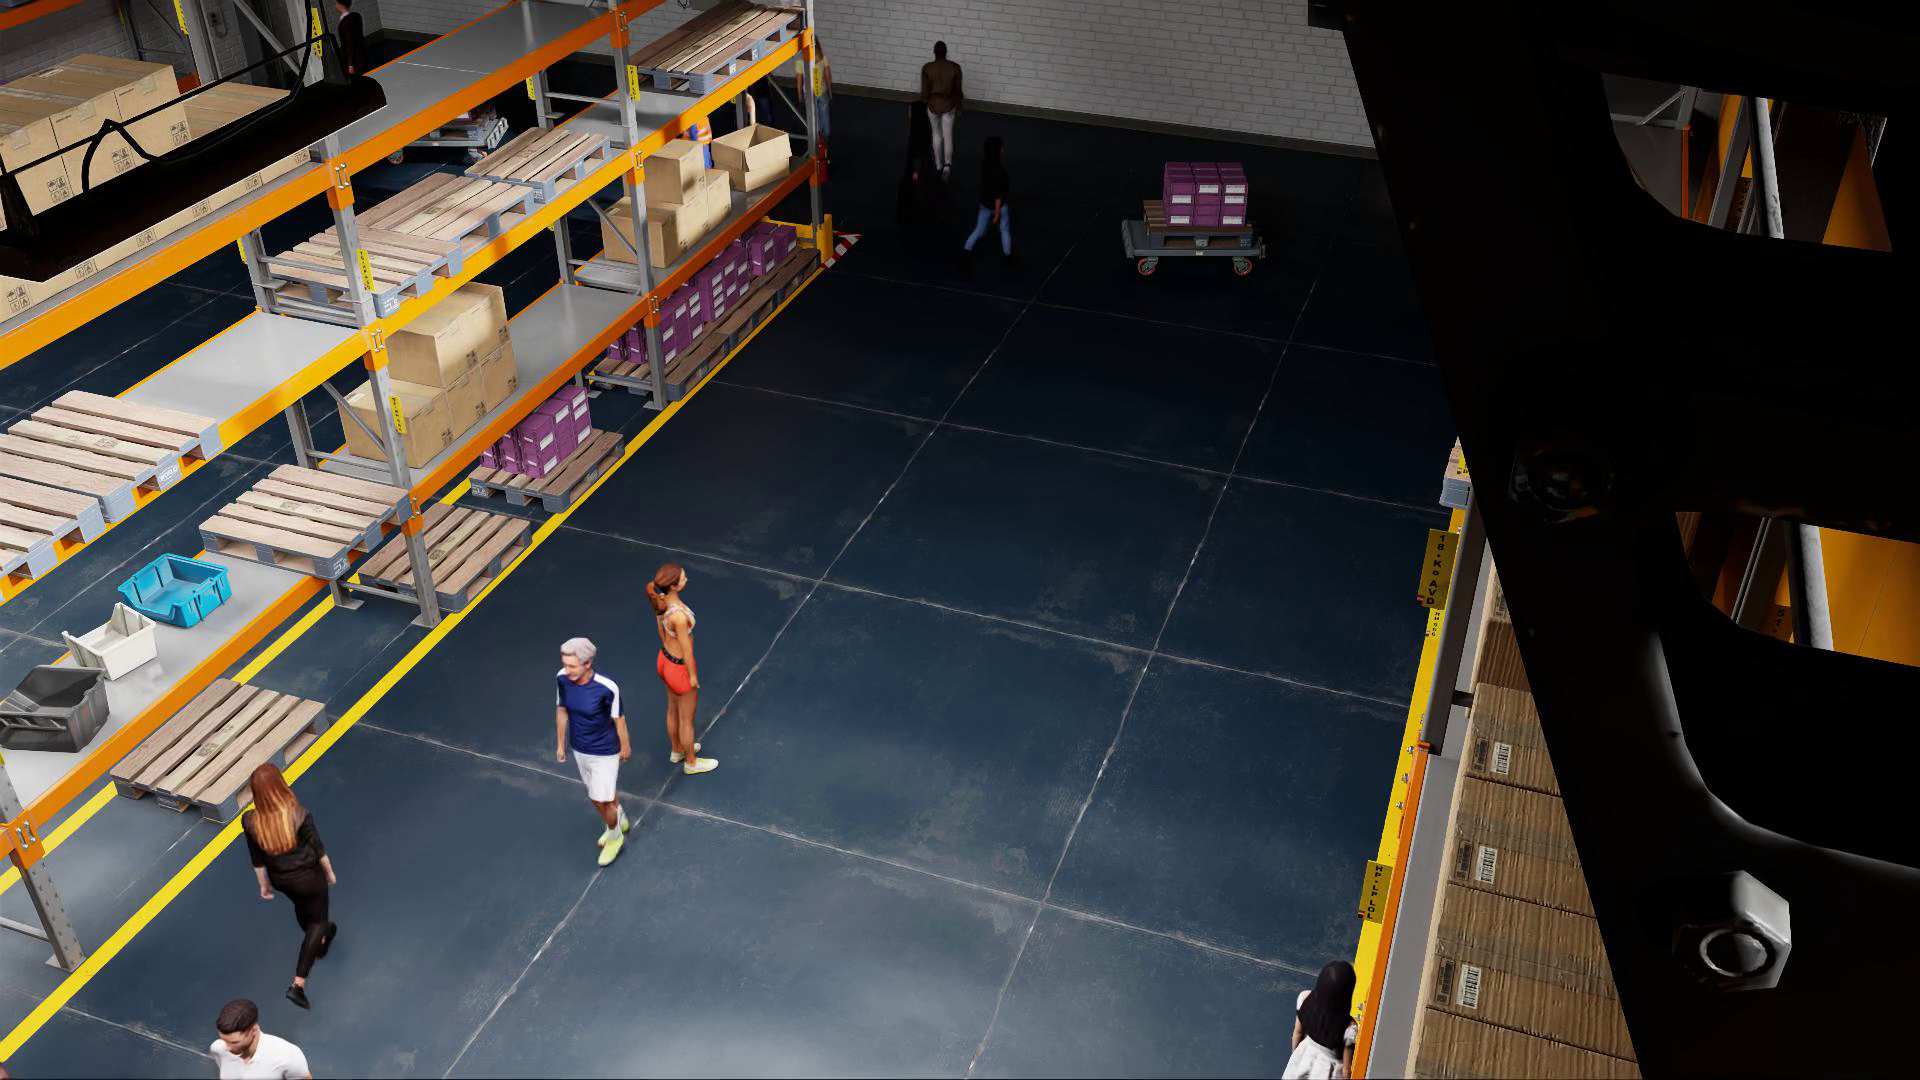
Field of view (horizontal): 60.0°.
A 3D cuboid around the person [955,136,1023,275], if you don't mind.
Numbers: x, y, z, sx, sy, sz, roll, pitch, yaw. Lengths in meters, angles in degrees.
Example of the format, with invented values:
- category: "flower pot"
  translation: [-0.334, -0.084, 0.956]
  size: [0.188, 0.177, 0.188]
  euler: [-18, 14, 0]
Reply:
- category: "person"
  translation: [0.304, -3.873, 19.440]
  size: [1.163, 1.670, 0.982]
  euler: [-22, 39, -29]

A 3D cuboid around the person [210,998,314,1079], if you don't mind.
- category: "person"
  translation: [-3.632, 3.085, 8.798]
  size: [0.708, 1.863, 0.618]
  euler: [6, 34, 9]

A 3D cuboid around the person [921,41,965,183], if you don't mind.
- category: "person"
  translation: [-0.235, -5.661, 22.022]
  size: [0.987, 1.791, 1.223]
  euler: [-1, 34, -1]

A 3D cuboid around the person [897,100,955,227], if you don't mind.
- category: "person"
  translation: [-0.425, -4.651, 20.680]
  size: [0.922, 1.594, 0.995]
  euler: [-2, 34, -3]

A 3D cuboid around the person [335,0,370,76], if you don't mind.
- category: "person"
  translation: [-8.630, -6.868, 23.772]
  size: [0.812, 1.864, 0.630]
  euler: [2, 34, 2]

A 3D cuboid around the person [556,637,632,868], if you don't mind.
- category: "person"
  translation: [-2.452, 1.359, 11.433]
  size: [0.669, 1.821, 0.706]
  euler: [15, 37, 21]

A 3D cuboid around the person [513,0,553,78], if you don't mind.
- category: "person"
  translation: [-6.594, -8.003, 25.575]
  size: [0.722, 1.758, 0.753]
  euler: [-9, 35, -14]

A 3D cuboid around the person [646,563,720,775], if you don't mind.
- category: "person"
  translation: [-2.052, 0.932, 12.103]
  size: [0.707, 1.791, 0.664]
  euler: [-20, 38, -27]

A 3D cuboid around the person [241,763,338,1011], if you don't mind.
- category: "person"
  translation: [-4.155, 2.168, 10.339]
  size: [0.780, 1.684, 1.120]
  euler: [2, 34, 3]

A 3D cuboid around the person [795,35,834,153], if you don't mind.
- category: "person"
  translation: [-1.983, -6.044, 22.683]
  size: [0.792, 1.696, 0.834]
  euler: [-3, 34, -4]

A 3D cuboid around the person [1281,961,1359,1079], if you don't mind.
- category: "person"
  translation: [1.960, 2.961, 9.070]
  size: [0.793, 1.769, 0.773]
  euler: [-26, 42, -33]
